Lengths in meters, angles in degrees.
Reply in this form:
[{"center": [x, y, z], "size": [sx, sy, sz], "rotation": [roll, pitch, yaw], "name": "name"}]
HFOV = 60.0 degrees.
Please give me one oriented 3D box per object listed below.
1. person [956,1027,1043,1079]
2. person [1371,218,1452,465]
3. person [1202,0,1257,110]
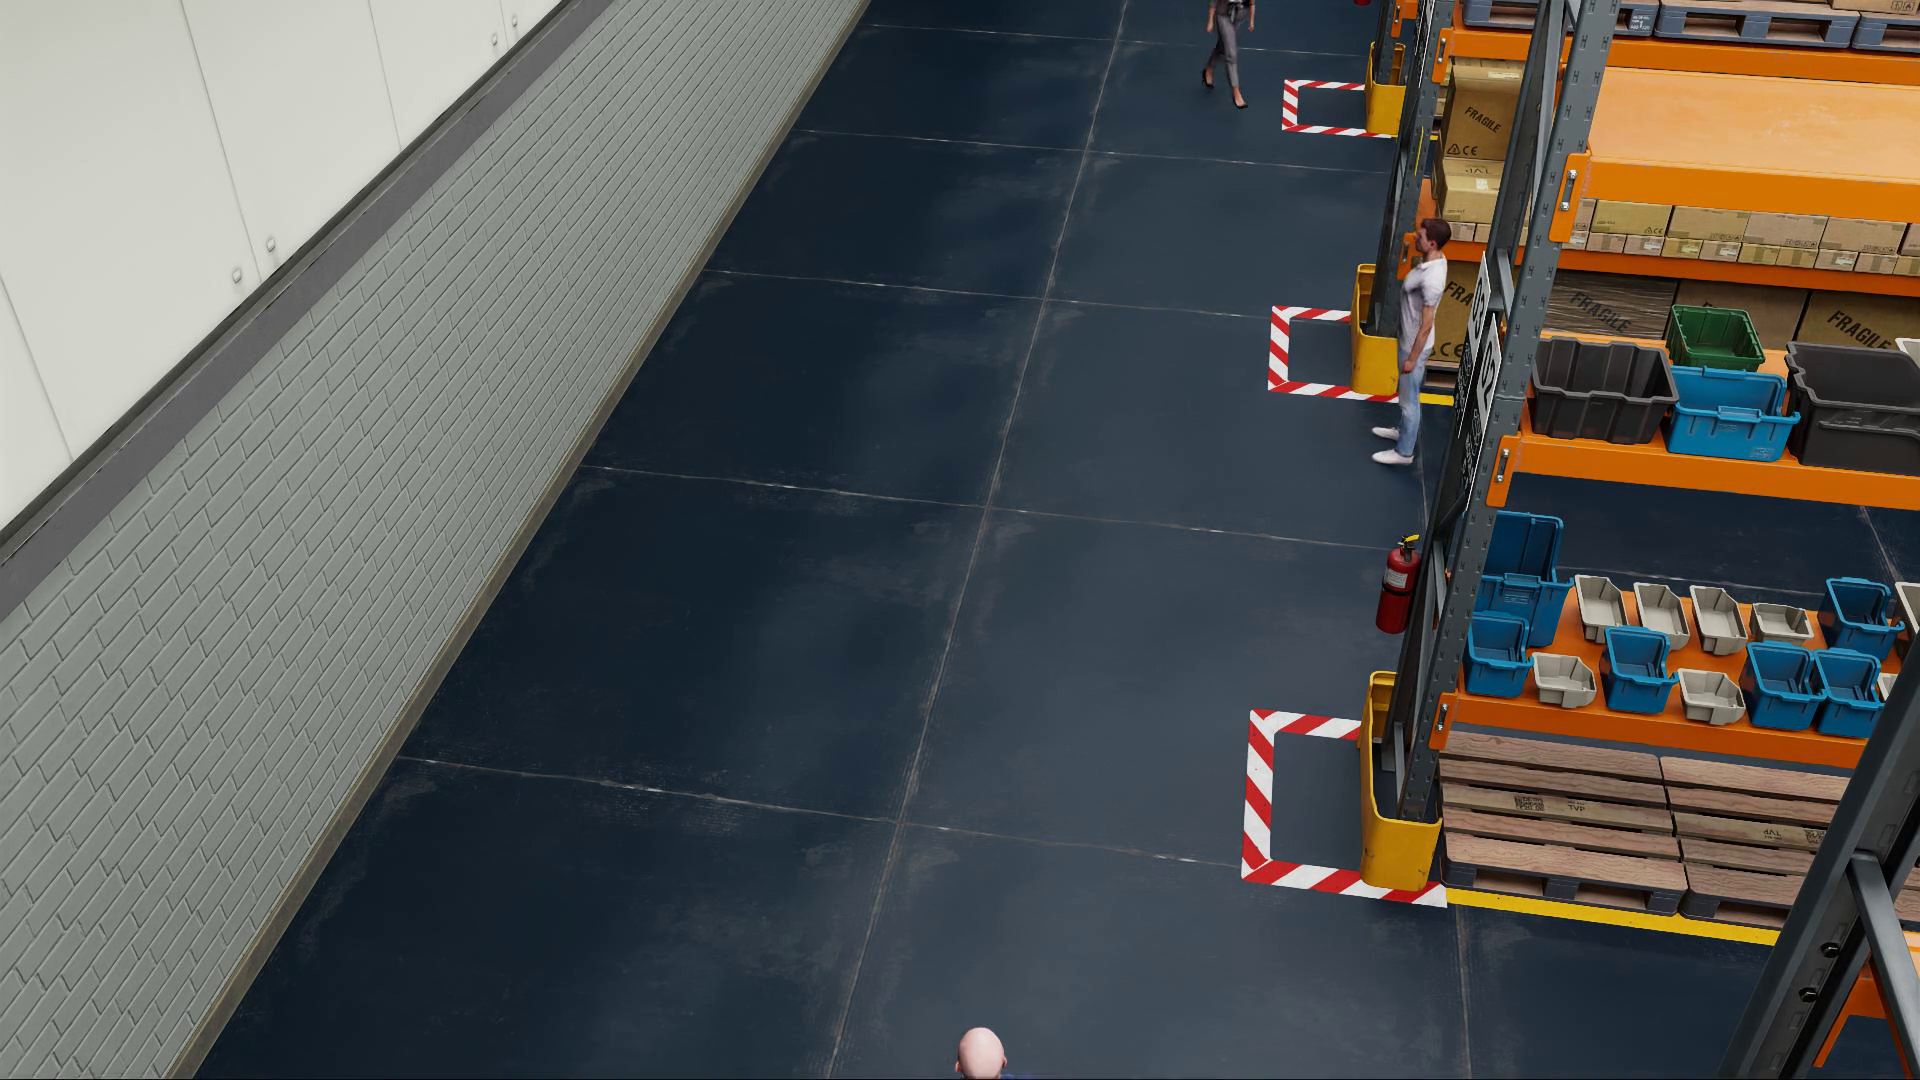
[{"center": [0.082, 2.496, 6.448], "size": [0.733, 1.826, 0.866], "rotation": [-13, 39, -17], "name": "person"}, {"center": [3.161, -1.378, 11.522], "size": [0.542, 1.851, 0.660], "rotation": [9, 38, 11], "name": "person"}, {"center": [2.683, -5.245, 16.796], "size": [1.141, 1.623, 1.109], "rotation": [-16, 40, -20], "name": "person"}]
